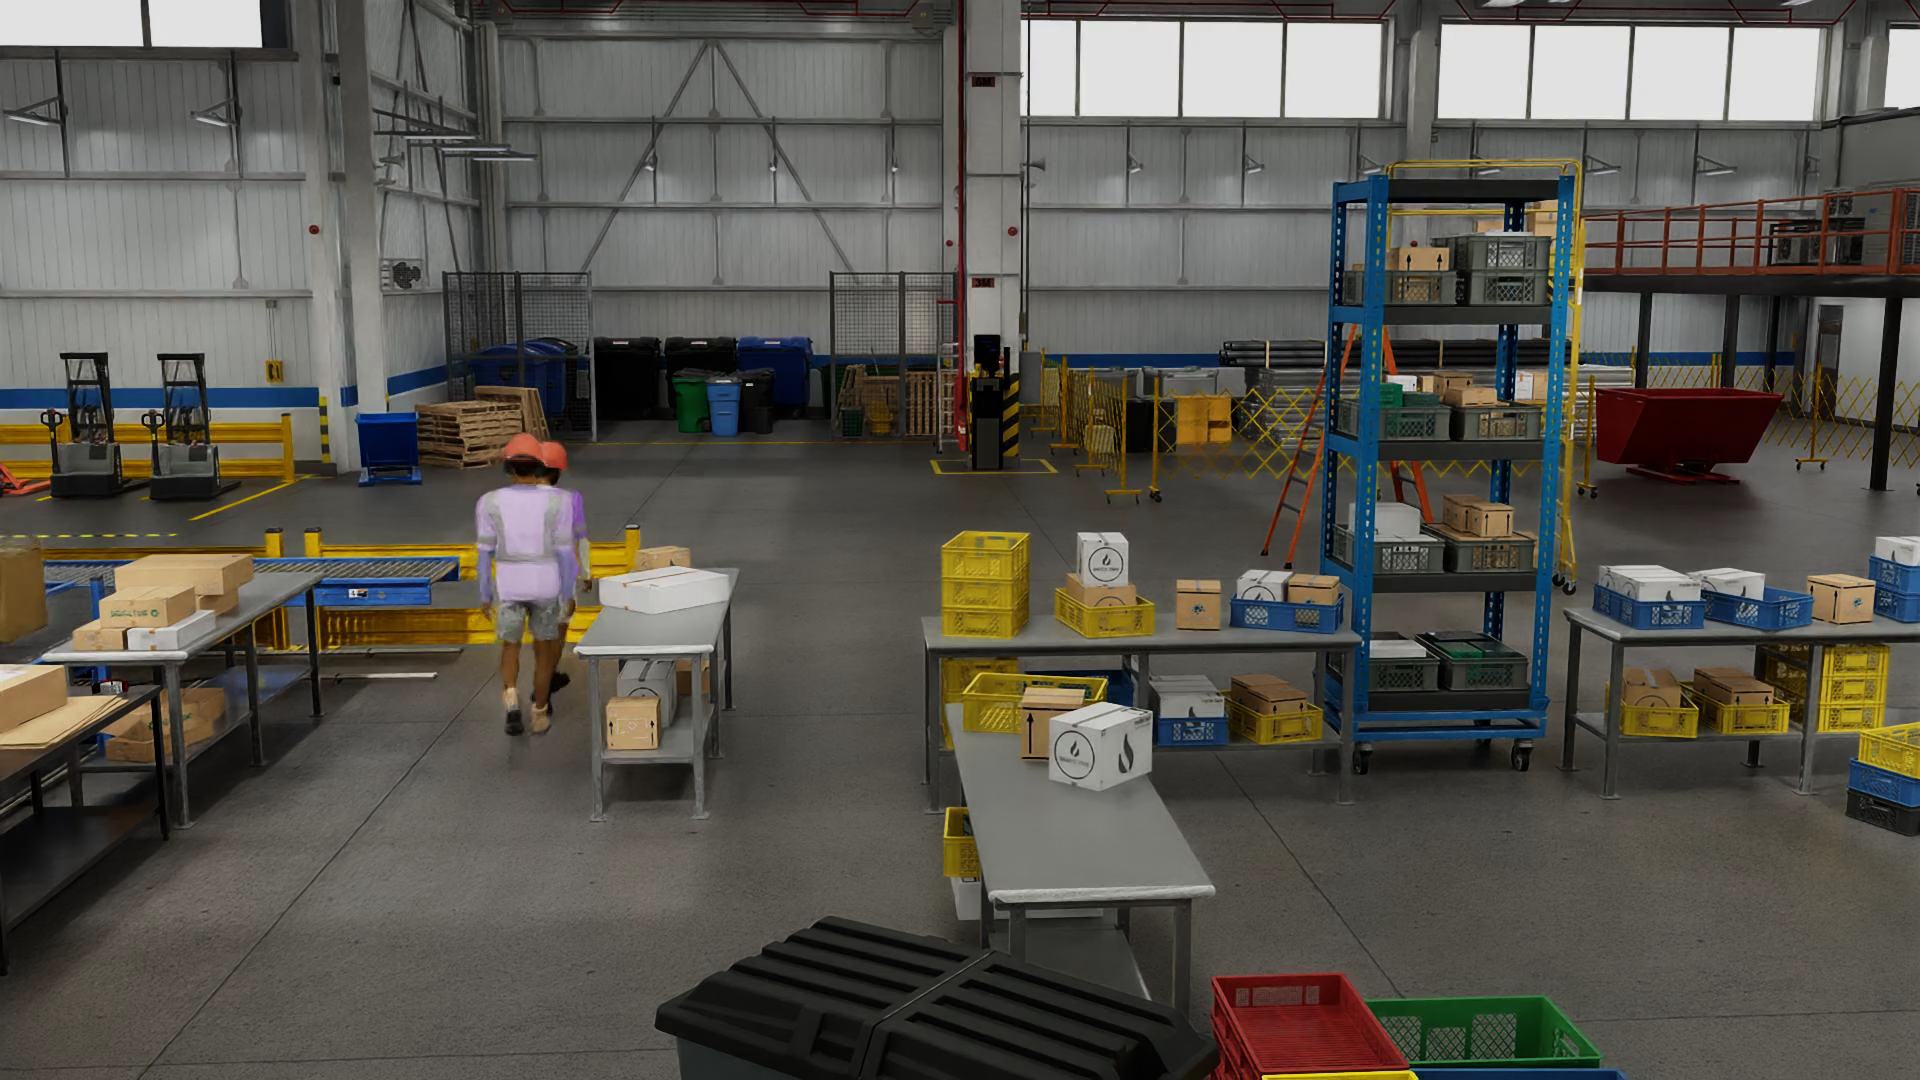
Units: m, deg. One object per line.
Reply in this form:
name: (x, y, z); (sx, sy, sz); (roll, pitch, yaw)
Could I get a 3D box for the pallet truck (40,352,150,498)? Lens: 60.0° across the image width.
pallet truck: (-11.907, -1.642, 23.165); (0.823, 1.965, 1.885); (0, 9, 0)

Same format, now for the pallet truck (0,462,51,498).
pallet truck: (-13.193, -1.293, 23.148); (0.653, 1.274, 1.630); (-1, 9, -4)

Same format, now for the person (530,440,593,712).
person: (-2.901, 0.238, 11.707); (0.541, 1.893, 0.975); (1, 9, 6)

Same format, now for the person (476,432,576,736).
person: (-2.809, 0.313, 10.791); (0.613, 2.026, 0.592); (-1, 9, -9)

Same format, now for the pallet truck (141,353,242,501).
pallet truck: (-10.520, -1.604, 22.925); (0.823, 1.965, 1.885); (-1, 9, -6)
